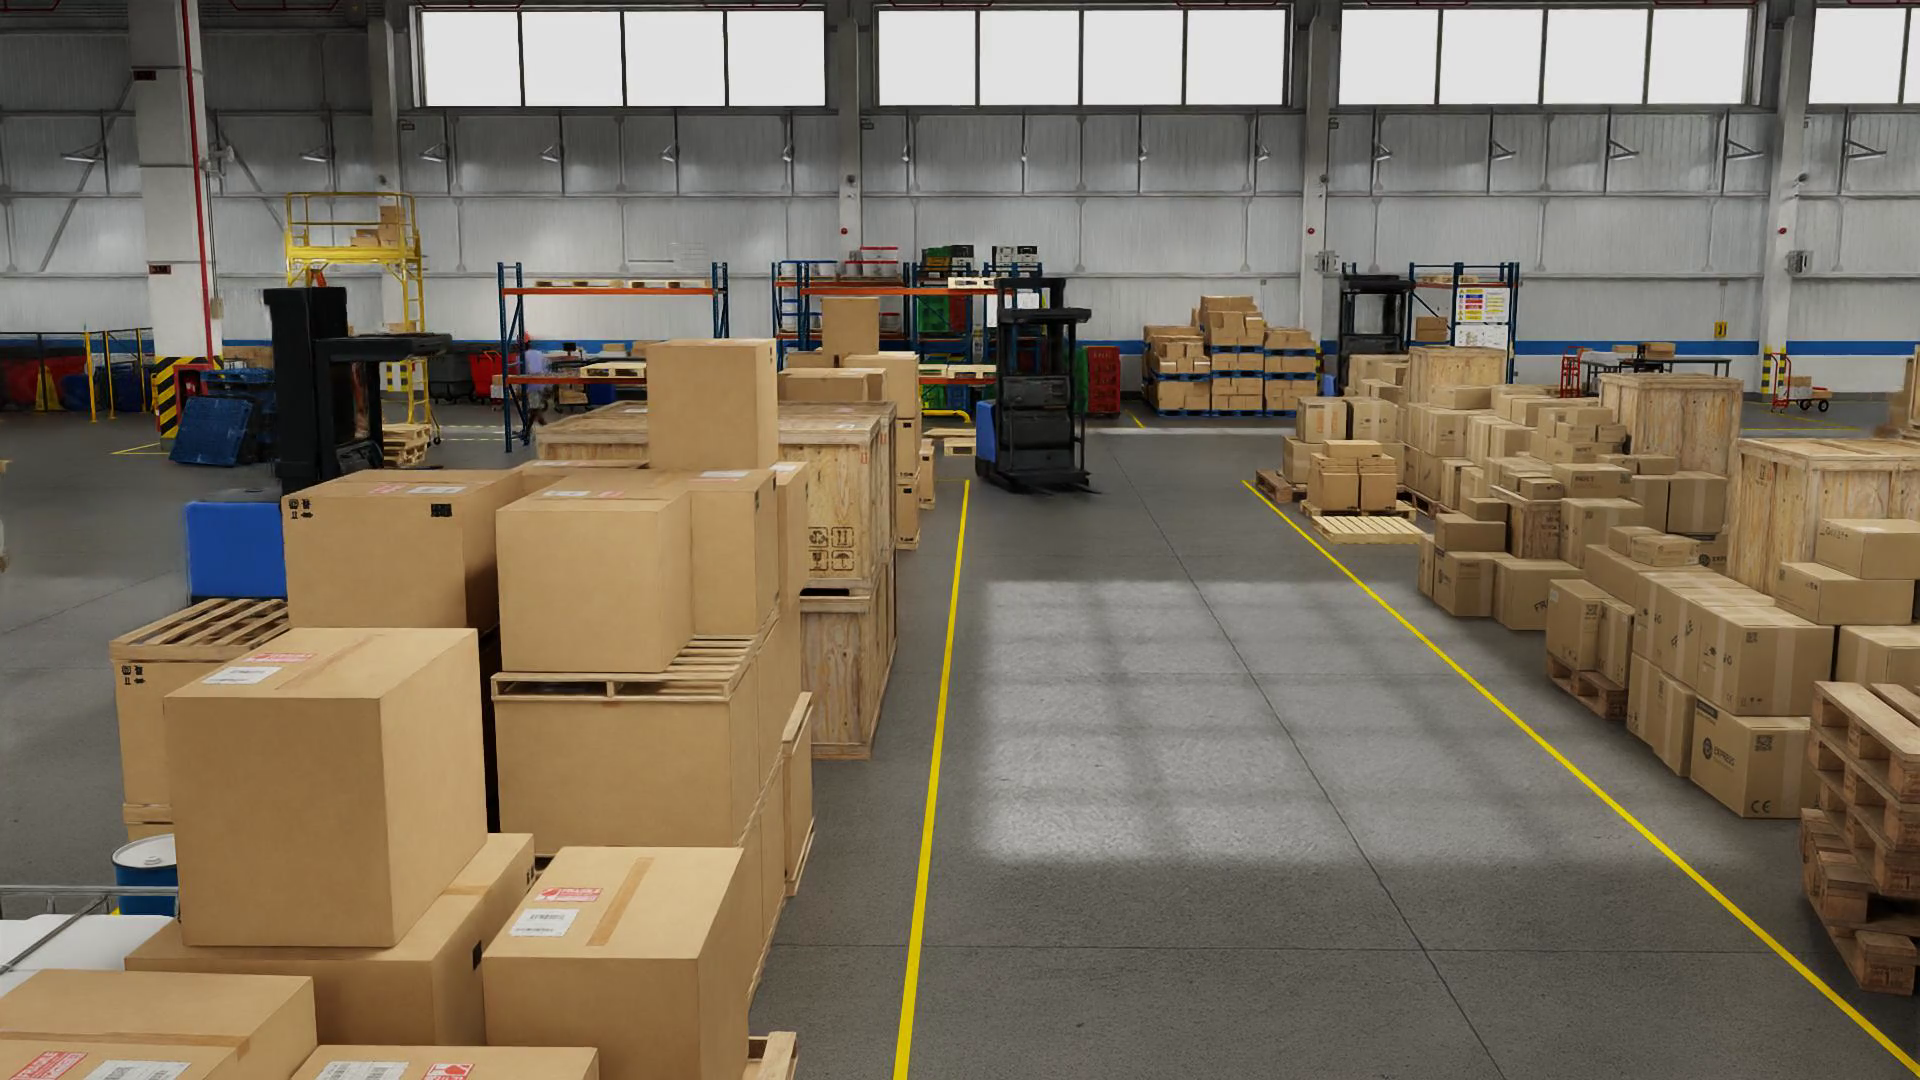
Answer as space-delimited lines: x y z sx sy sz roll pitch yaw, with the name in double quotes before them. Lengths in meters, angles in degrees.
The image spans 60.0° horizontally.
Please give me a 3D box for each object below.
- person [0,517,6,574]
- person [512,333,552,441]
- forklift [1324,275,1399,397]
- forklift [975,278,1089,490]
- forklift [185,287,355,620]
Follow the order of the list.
"person" -7.354 0.063 12.208 0.639 1.910 0.940 -2 10 -11
"person" -7.196 -2.550 27.941 0.980 1.864 0.611 6 11 33
"forklift" 6.858 -3.081 28.092 1.129 2.768 1.873 0 9 1
"forklift" 0.936 -2.181 22.700 1.129 2.768 1.873 -3 10 -15
"forklift" -5.388 -0.713 13.907 1.873 2.768 1.129 0 9 1
